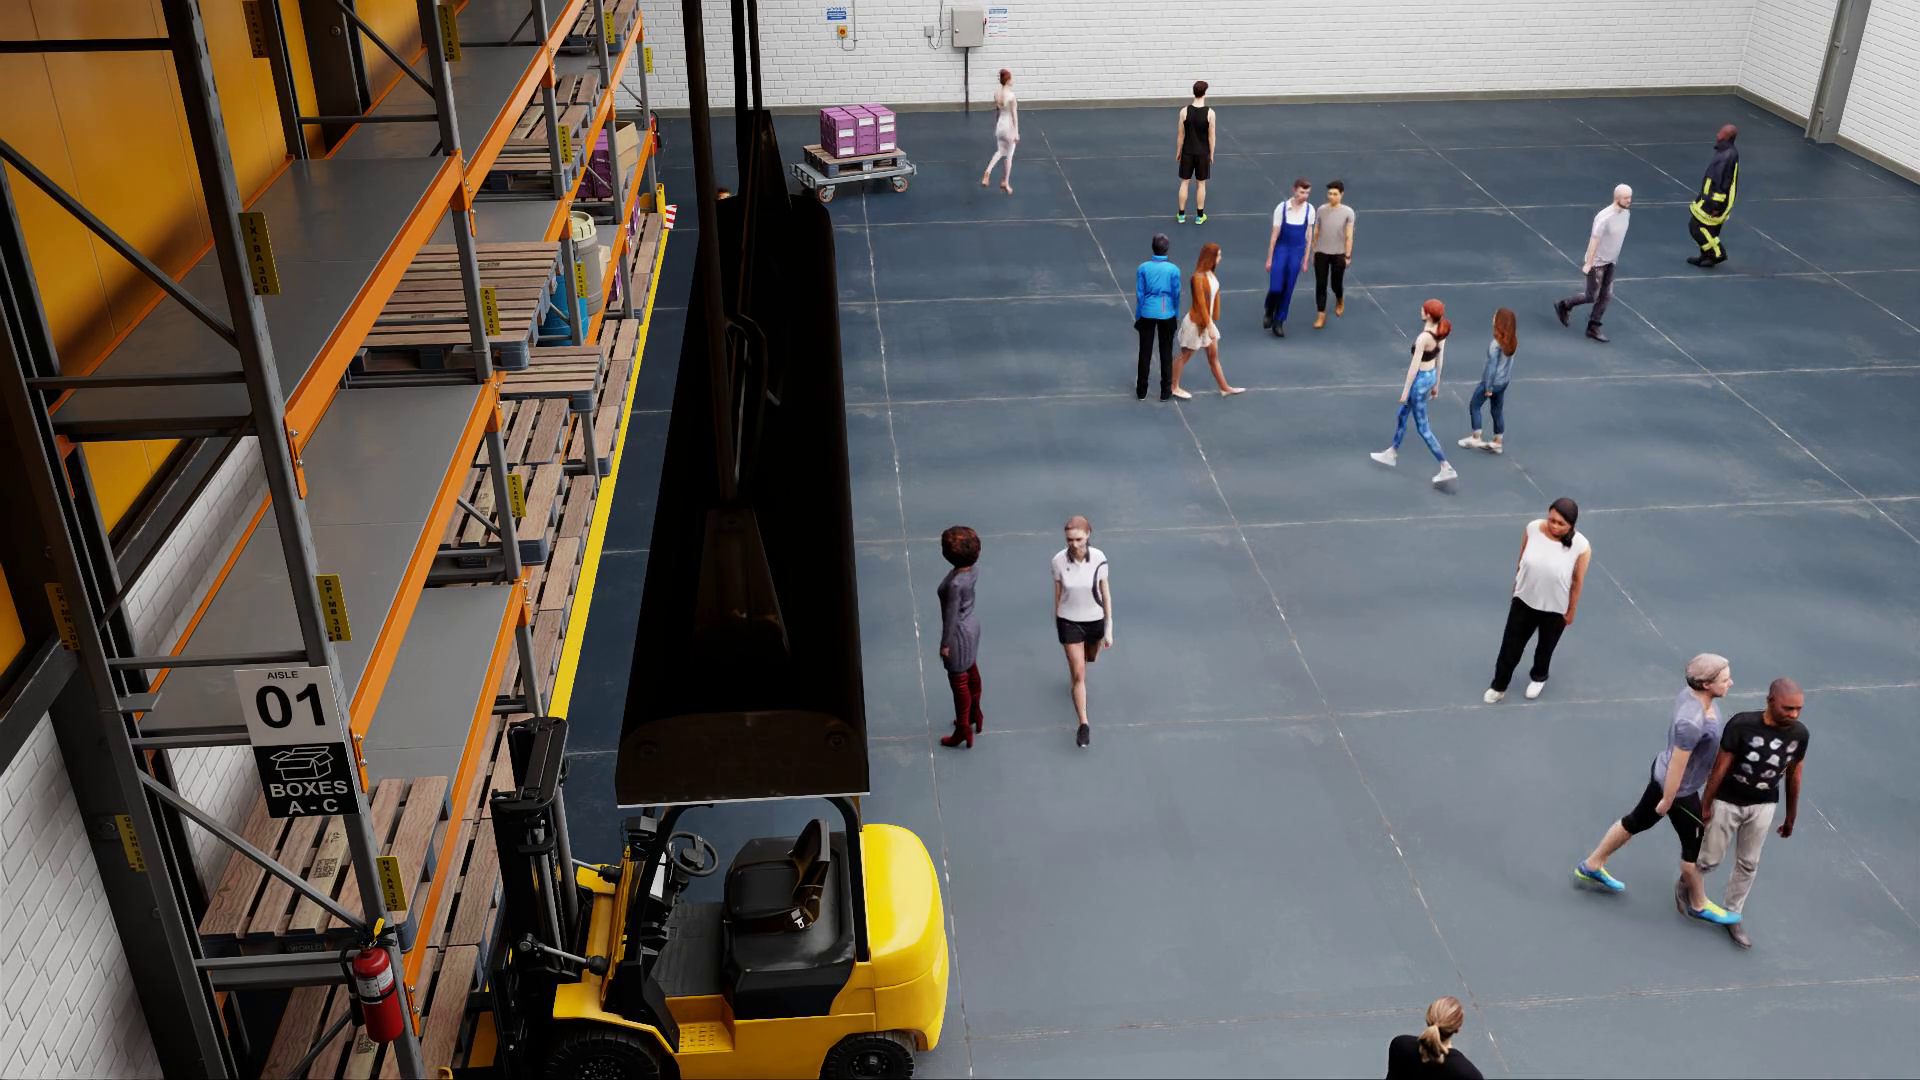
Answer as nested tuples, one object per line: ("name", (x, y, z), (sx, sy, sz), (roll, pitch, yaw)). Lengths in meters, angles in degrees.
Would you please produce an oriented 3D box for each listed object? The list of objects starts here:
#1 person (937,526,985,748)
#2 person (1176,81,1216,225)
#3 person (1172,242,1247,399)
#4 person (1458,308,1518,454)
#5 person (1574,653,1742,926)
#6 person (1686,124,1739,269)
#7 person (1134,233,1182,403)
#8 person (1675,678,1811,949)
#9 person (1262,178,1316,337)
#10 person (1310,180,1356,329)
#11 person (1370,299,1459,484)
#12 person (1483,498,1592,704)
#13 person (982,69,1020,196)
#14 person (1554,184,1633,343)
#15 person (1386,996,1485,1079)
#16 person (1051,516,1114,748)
("person", (0.014, 0.680, 11.742), (0.701, 1.707, 0.575), (10, 30, 17))
("person", (3.161, -5.200, 22.332), (0.737, 1.888, 0.695), (8, 30, 15))
("person", (2.369, -2.226, 17.094), (1.030, 1.684, 1.061), (14, 32, 24))
("person", (5.216, -1.506, 16.005), (0.718, 1.462, 0.775), (-23, 36, -35))
("person", (4.271, 1.481, 10.133), (1.050, 1.842, 1.234), (10, 30, 18))
("person", (9.506, -4.248, 20.668), (0.998, 1.811, 0.942), (15, 32, 26))
("person", (2.019, -2.284, 17.087), (0.674, 1.792, 0.640), (6, 29, 10))
("person", (4.710, 1.561, 10.034), (0.776, 1.796, 0.824), (2, 29, 3))
("person", (3.695, -3.227, 18.776), (0.659, 1.830, 0.702), (1, 29, 1))
("person", (4.269, -3.298, 19.038), (0.852, 1.704, 0.958), (11, 31, 20))
("person", (4.340, -1.338, 15.403), (1.061, 1.744, 1.209), (-25, 37, -38))
("person", (4.331, 0.414, 12.264), (0.956, 1.674, 1.020), (22, 35, 34))
("person", (0.561, -5.635, 23.370), (0.862, 1.659, 0.837), (-22, 35, -34))
("person", (7.119, -3.139, 18.646), (0.924, 1.799, 1.065), (-18, 33, -29))
("person", (2.176, 2.814, 7.830), (0.703, 1.707, 0.737), (17, 33, 28))
("person", (0.865, 0.566, 11.950), (0.582, 1.709, 1.125), (-3, 29, -5))
